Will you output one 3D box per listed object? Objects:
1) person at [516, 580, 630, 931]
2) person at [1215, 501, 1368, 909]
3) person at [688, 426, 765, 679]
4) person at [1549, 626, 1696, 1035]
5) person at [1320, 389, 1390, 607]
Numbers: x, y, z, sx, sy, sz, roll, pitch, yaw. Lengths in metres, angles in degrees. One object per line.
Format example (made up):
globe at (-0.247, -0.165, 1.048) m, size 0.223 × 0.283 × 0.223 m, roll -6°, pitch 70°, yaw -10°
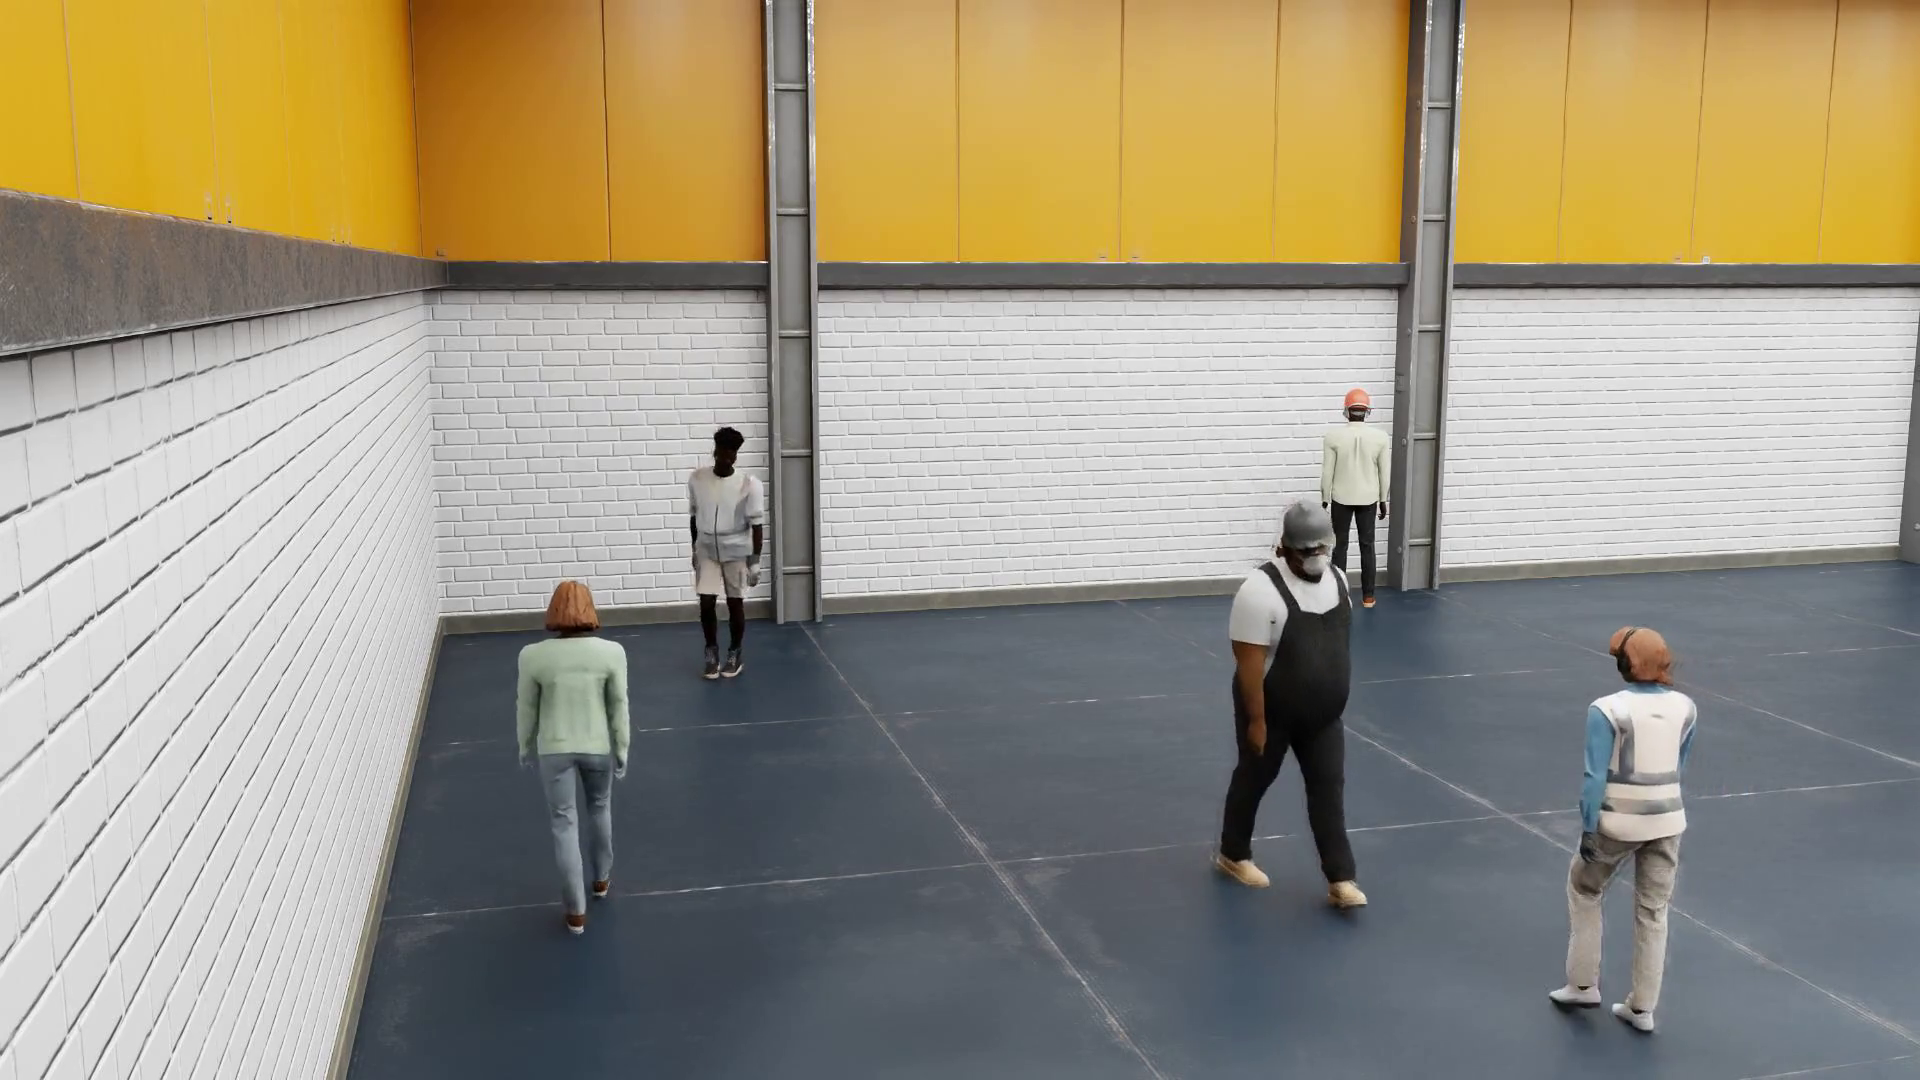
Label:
person at (-1.835, 0.979, 7.871) m, size 0.502 × 1.607 × 0.725 m, roll -3°, pitch 10°, yaw -19°
person at (1.596, 0.749, 7.947) m, size 0.709 × 2.000 × 0.996 m, roll -5°, pitch 10°, yaw -27°
person at (-1.730, 0.103, 12.353) m, size 0.635 × 1.915 × 0.597 m, roll 1°, pitch 9°, yaw 9°
person at (2.696, 1.154, 6.721) m, size 0.522 × 1.618 × 0.532 m, roll -2°, pitch 9°, yaw -11°
person at (3.579, -0.375, 15.109) m, size 0.622 × 1.991 × 0.389 m, roll 1°, pitch 9°, yaw 4°
